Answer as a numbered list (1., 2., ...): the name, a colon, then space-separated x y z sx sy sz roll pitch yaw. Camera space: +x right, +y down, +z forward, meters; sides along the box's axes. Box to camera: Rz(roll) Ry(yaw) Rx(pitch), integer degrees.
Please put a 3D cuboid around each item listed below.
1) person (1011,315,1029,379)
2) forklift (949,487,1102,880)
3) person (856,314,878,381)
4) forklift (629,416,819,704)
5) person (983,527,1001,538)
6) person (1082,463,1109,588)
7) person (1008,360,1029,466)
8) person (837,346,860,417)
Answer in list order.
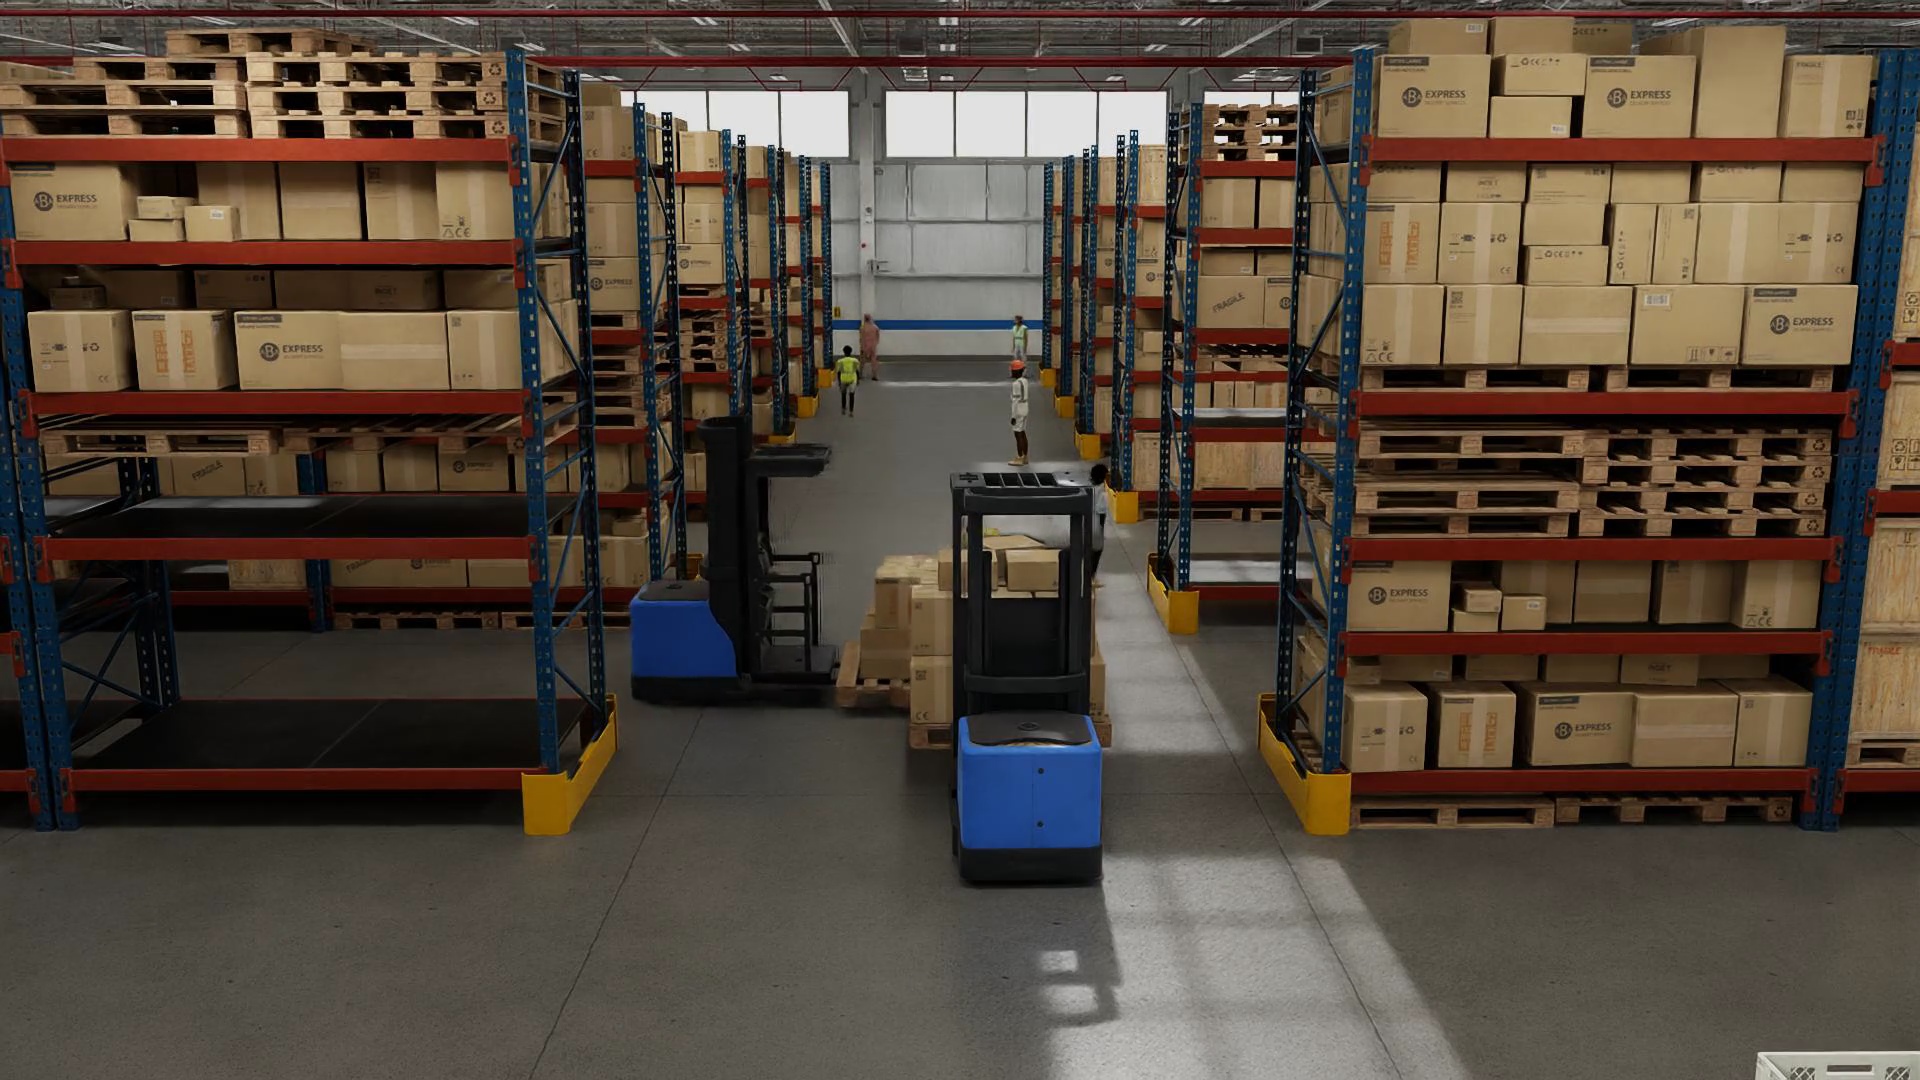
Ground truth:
1. person: 1.750 -5.555 47.815 0.374 1.840 0.570 -10 15 -40
2. forklift: 0.495 0.986 12.813 1.129 2.768 1.873 0 11 -2
3. person: -2.660 -5.497 47.446 0.639 1.868 0.962 -7 14 -33
4. forklift: -2.360 0.177 16.821 1.873 2.768 1.129 0 11 -1
5. person: 0.321 0.726 16.918 0.652 1.738 0.548 -1 11 -7
6. person: 1.650 -0.161 21.514 0.537 1.670 0.529 -6 13 -29
7. person: 1.109 -2.432 31.878 0.405 2.035 0.601 4 12 18
8. person: -2.641 -3.767 39.405 0.544 1.647 0.859 -1 11 -3
